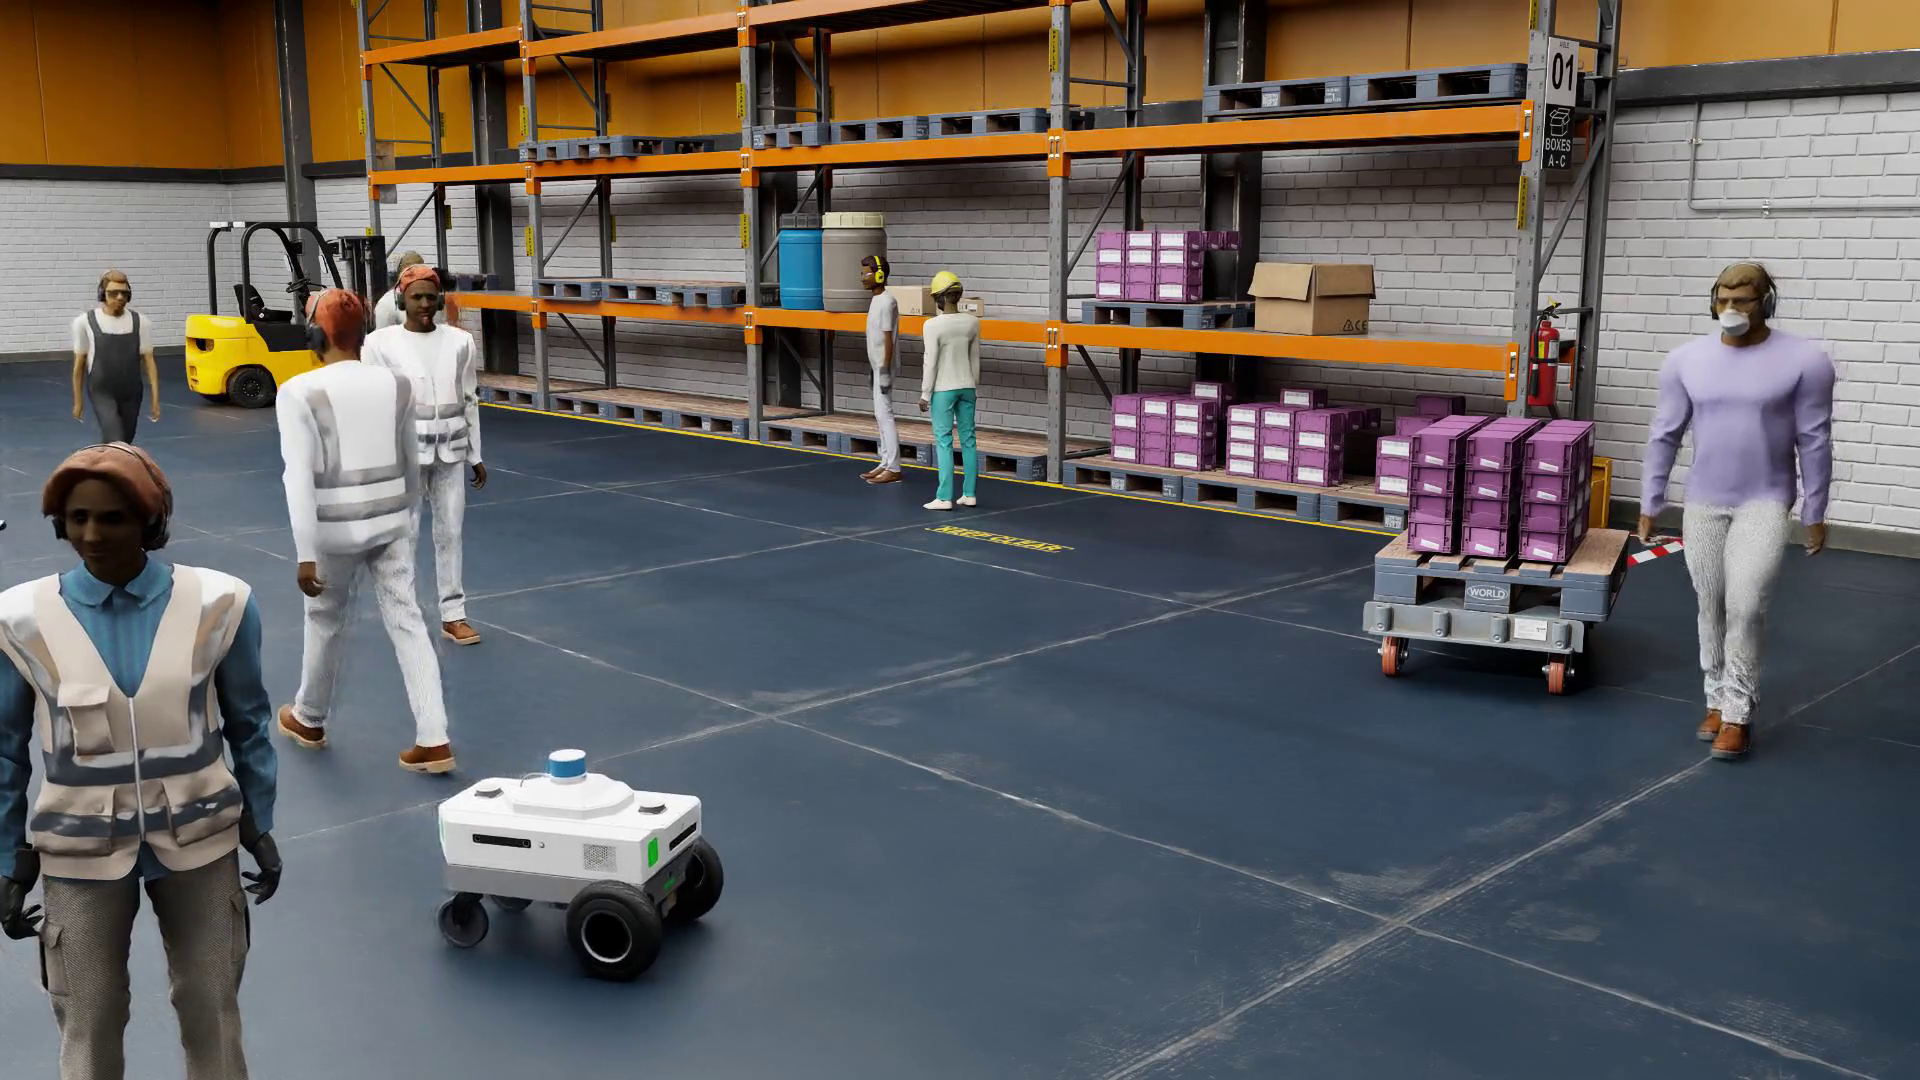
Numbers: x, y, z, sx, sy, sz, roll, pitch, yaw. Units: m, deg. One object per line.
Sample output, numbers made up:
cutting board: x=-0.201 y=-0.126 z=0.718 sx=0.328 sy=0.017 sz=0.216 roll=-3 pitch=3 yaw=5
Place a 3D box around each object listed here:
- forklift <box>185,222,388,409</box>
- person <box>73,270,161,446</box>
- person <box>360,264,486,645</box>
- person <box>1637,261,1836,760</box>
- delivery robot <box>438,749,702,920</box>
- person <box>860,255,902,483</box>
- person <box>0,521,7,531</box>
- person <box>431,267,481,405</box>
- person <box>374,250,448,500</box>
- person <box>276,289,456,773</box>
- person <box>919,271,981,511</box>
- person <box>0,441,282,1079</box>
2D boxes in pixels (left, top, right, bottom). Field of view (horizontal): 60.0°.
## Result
forklift: x=-8.169 y=-2.758 z=20.163 sx=2.313 sy=2.155 sz=1.214 roll=-10 pitch=14 yaw=-44
person: x=-6.003 y=-1.021 z=11.844 sx=0.532 sy=1.786 sz=0.979 roll=-10 pitch=14 yaw=-43
person: x=-2.609 y=-0.396 z=8.126 sx=0.584 sy=1.883 sz=0.339 roll=-8 pitch=13 yaw=-38
person: x=2.980 y=-0.111 z=6.478 sx=0.659 sy=1.914 sz=0.712 roll=9 pitch=14 yaw=41
delivery robot: x=-1.113 y=0.842 z=4.751 sx=0.707 sy=0.478 sz=0.477 roll=3 pitch=11 yaw=15
person: x=-0.650 y=-1.395 z=13.654 sx=0.317 sy=1.860 sz=0.515 roll=-2 pitch=11 yaw=-13
person: x=-6.771 y=-0.882 z=10.804 sx=0.946 sy=1.870 sz=0.610 roll=1 pitch=10 yaw=8
person: x=-5.524 y=-2.096 z=17.953 sx=0.434 sy=1.678 sz=0.550 roll=1 pitch=10 yaw=5
person: x=-4.227 y=-1.261 z=12.779 sx=0.875 sy=1.916 sz=0.631 roll=5 pitch=12 yaw=27
person: x=-2.302 y=-0.035 z=6.334 sx=1.031 sy=1.825 sz=0.596 roll=9 pitch=14 yaw=40
person: x=-0.078 y=-1.091 z=12.262 sx=0.524 sy=1.762 sz=0.325 roll=-8 pitch=13 yaw=-38
person: x=-1.602 y=0.622 z=3.253 sx=0.522 sy=1.636 sz=0.310 roll=-6 pitch=12 yaw=-28
